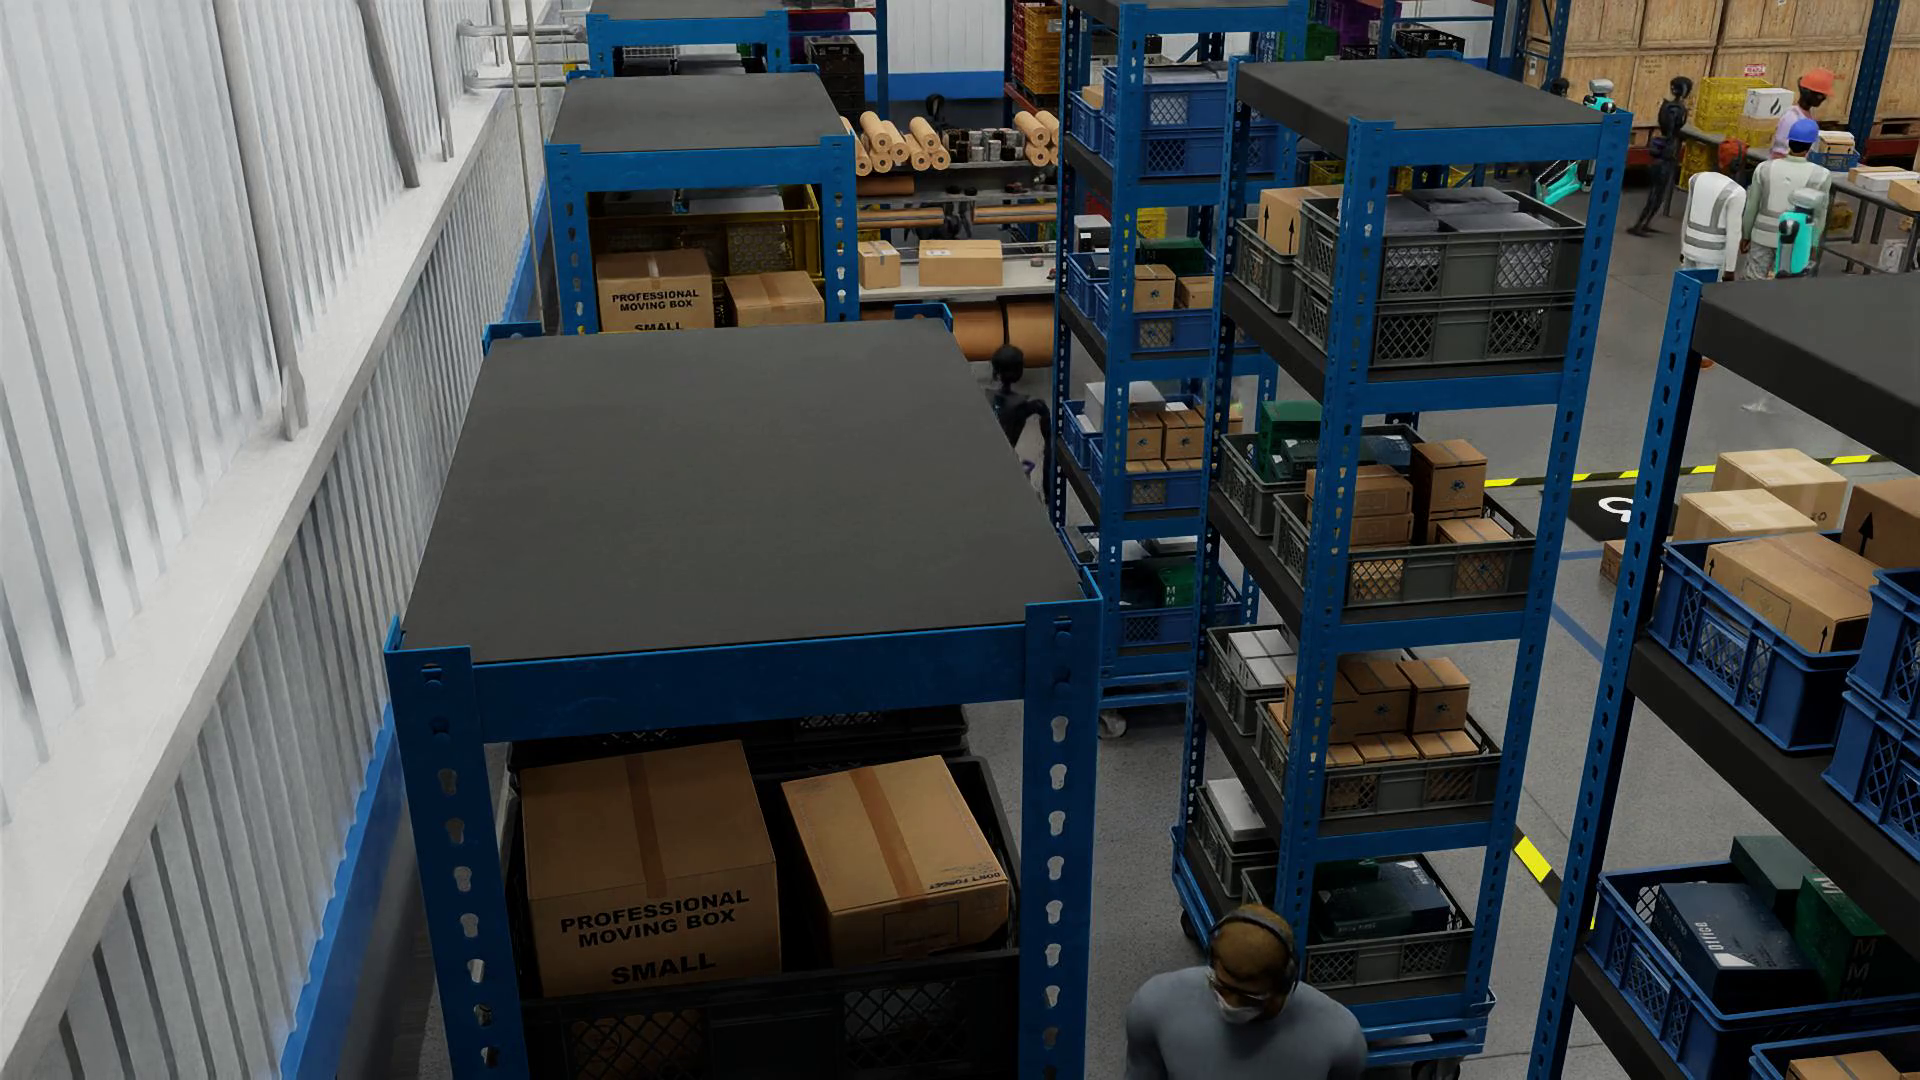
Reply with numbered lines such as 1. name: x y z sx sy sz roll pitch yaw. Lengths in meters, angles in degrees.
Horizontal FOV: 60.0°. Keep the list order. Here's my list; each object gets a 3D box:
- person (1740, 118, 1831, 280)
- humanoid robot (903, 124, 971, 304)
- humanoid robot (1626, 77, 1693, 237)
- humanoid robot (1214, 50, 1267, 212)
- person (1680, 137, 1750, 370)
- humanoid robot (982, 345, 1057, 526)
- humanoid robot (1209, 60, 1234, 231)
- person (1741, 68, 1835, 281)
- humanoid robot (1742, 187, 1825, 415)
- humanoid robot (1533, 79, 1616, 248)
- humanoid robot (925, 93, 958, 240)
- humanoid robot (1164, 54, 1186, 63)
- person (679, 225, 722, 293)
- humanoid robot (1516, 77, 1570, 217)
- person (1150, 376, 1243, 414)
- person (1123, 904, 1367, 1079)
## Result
1. person: 6.743 -2.474 13.668 0.615 1.945 0.390 16 29 30
2. humanoid robot: -0.207 -2.884 14.893 0.608 1.647 0.372 0 25 0
3. humanoid robot: 7.271 -3.979 17.273 0.411 1.641 0.603 9 26 18
4. humanoid robot: 2.975 -4.428 18.265 0.776 1.860 0.550 -6 25 -13
5. person: 5.999 -2.279 13.330 0.377 1.878 0.585 -9 26 -18
6. humanoid robot: 0.230 -0.272 9.219 0.604 1.634 0.643 9 26 19
7. humanoid robot: 2.819 -4.103 17.429 0.791 1.749 0.547 21 32 38
8. person: 7.770 -3.387 15.571 0.465 2.020 0.619 19 31 35
9. humanoid robot: 6.363 -1.646 12.140 0.974 1.761 0.553 18 30 33
10. humanoid robot: 5.981 -3.685 16.442 0.743 1.693 0.531 -2 25 -4
11. humanoid robot: -0.205 -3.611 16.518 0.585 1.639 0.753 18 30 34
12. humanoid robot: 2.007 -4.276 17.828 0.855 1.756 0.567 -15 29 -30
13. person: -1.871 -1.475 11.475 0.614 1.963 0.361 15 29 30
14. humanoid robot: 5.994 -3.944 17.198 0.594 1.647 0.501 -17 29 -32
15. person: 1.335 -0.538 9.586 0.621 1.836 0.420 -6 25 -12
16. person: 0.719 1.766 4.469 0.627 1.934 0.370 5 25 10
